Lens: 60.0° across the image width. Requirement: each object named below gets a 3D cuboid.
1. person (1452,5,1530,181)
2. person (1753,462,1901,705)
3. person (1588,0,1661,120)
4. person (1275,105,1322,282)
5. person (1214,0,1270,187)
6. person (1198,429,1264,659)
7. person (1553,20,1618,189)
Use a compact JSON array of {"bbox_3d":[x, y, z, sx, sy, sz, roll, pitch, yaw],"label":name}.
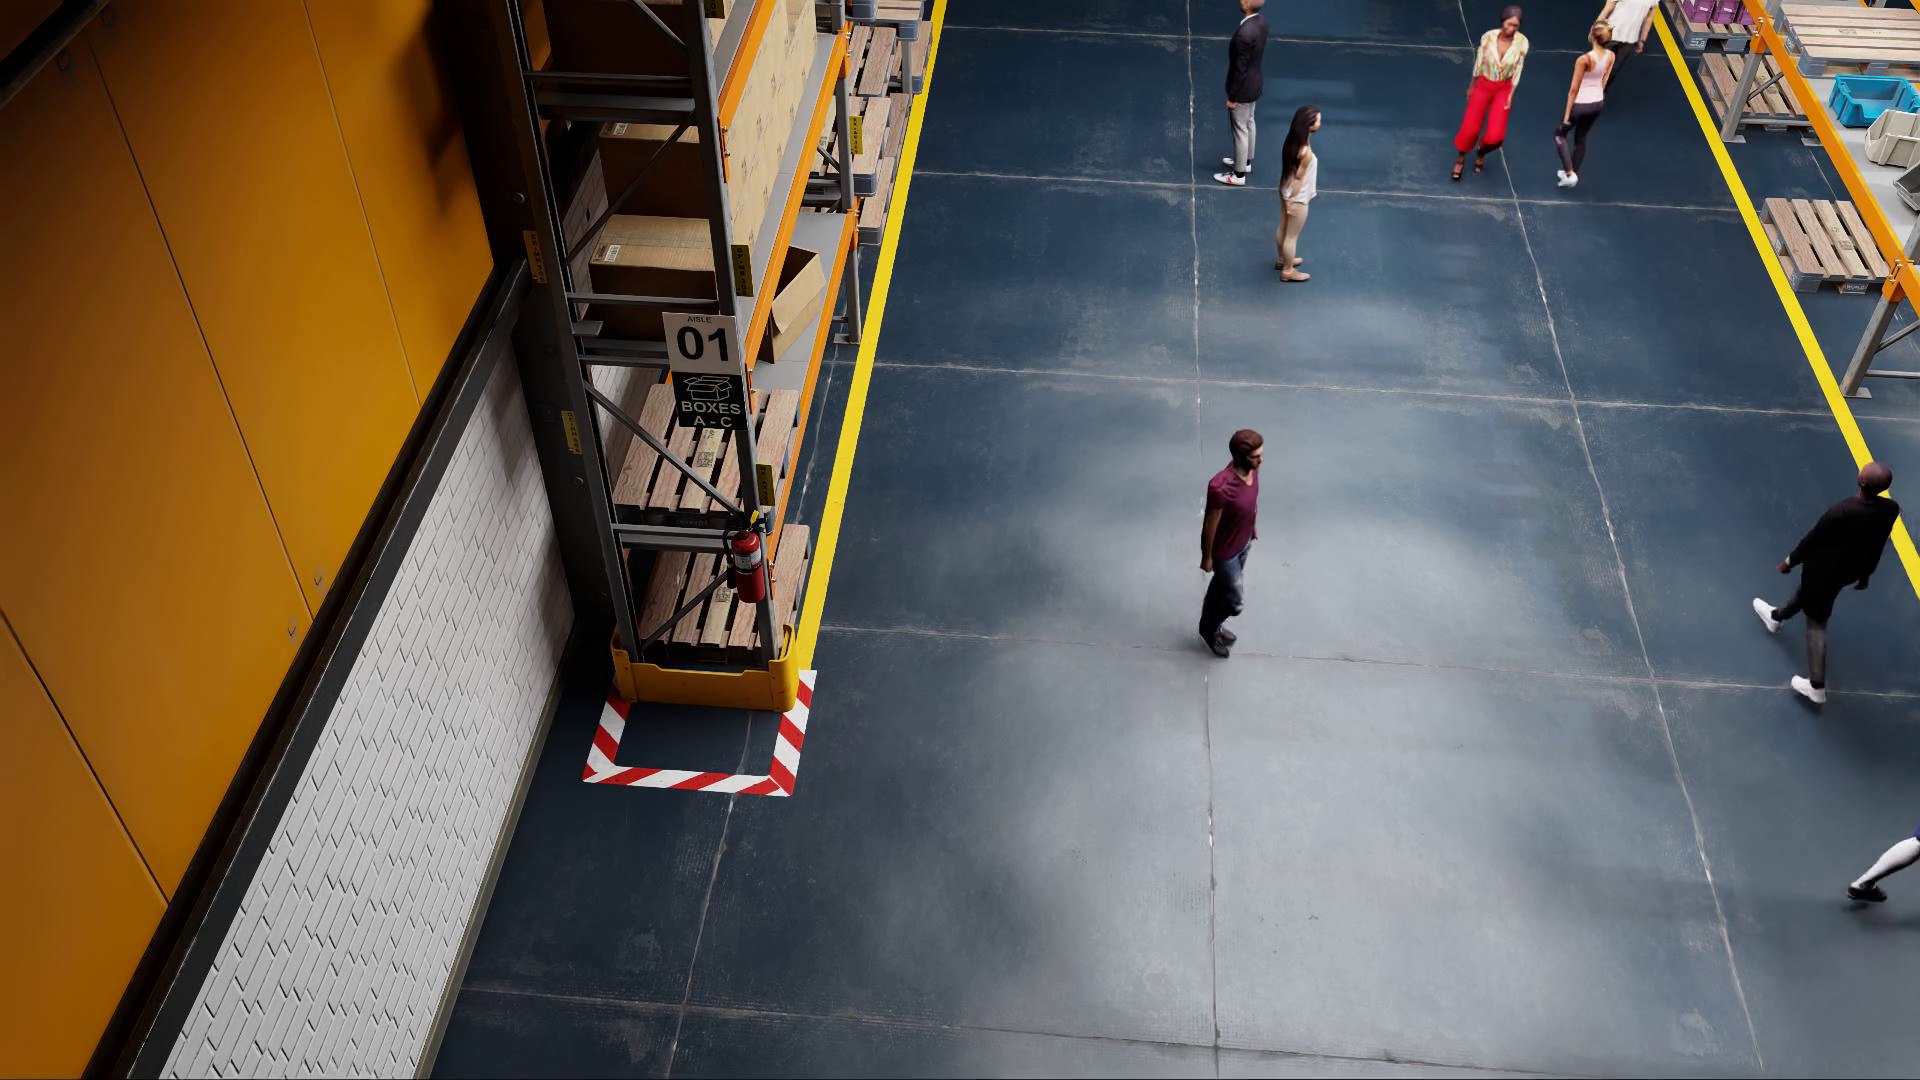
[{"bbox_3d":[4.871,-4.078,15.198,0.687,1.775,0.786,16,46,16],"label":"person"},{"bbox_3d":[5.622,0.286,10.662,0.906,1.713,1.272,-8,44,-9],"label":"person"},{"bbox_3d":[6.402,-4.947,16.171,0.692,1.691,0.678,7,44,7],"label":"person"},{"bbox_3d":[2.829,-2.933,14.086,0.670,1.652,0.613,-25,49,-24],"label":"person"},{"bbox_3d":[2.608,-4.176,15.171,0.841,1.954,0.671,18,47,18],"label":"person"},{"bbox_3d":[1.688,-0.025,10.895,0.847,1.843,0.741,27,50,25],"label":"person"},{"bbox_3d":[5.716,-3.897,15.111,0.649,1.634,0.753,-7,44,-7],"label":"person"}]
